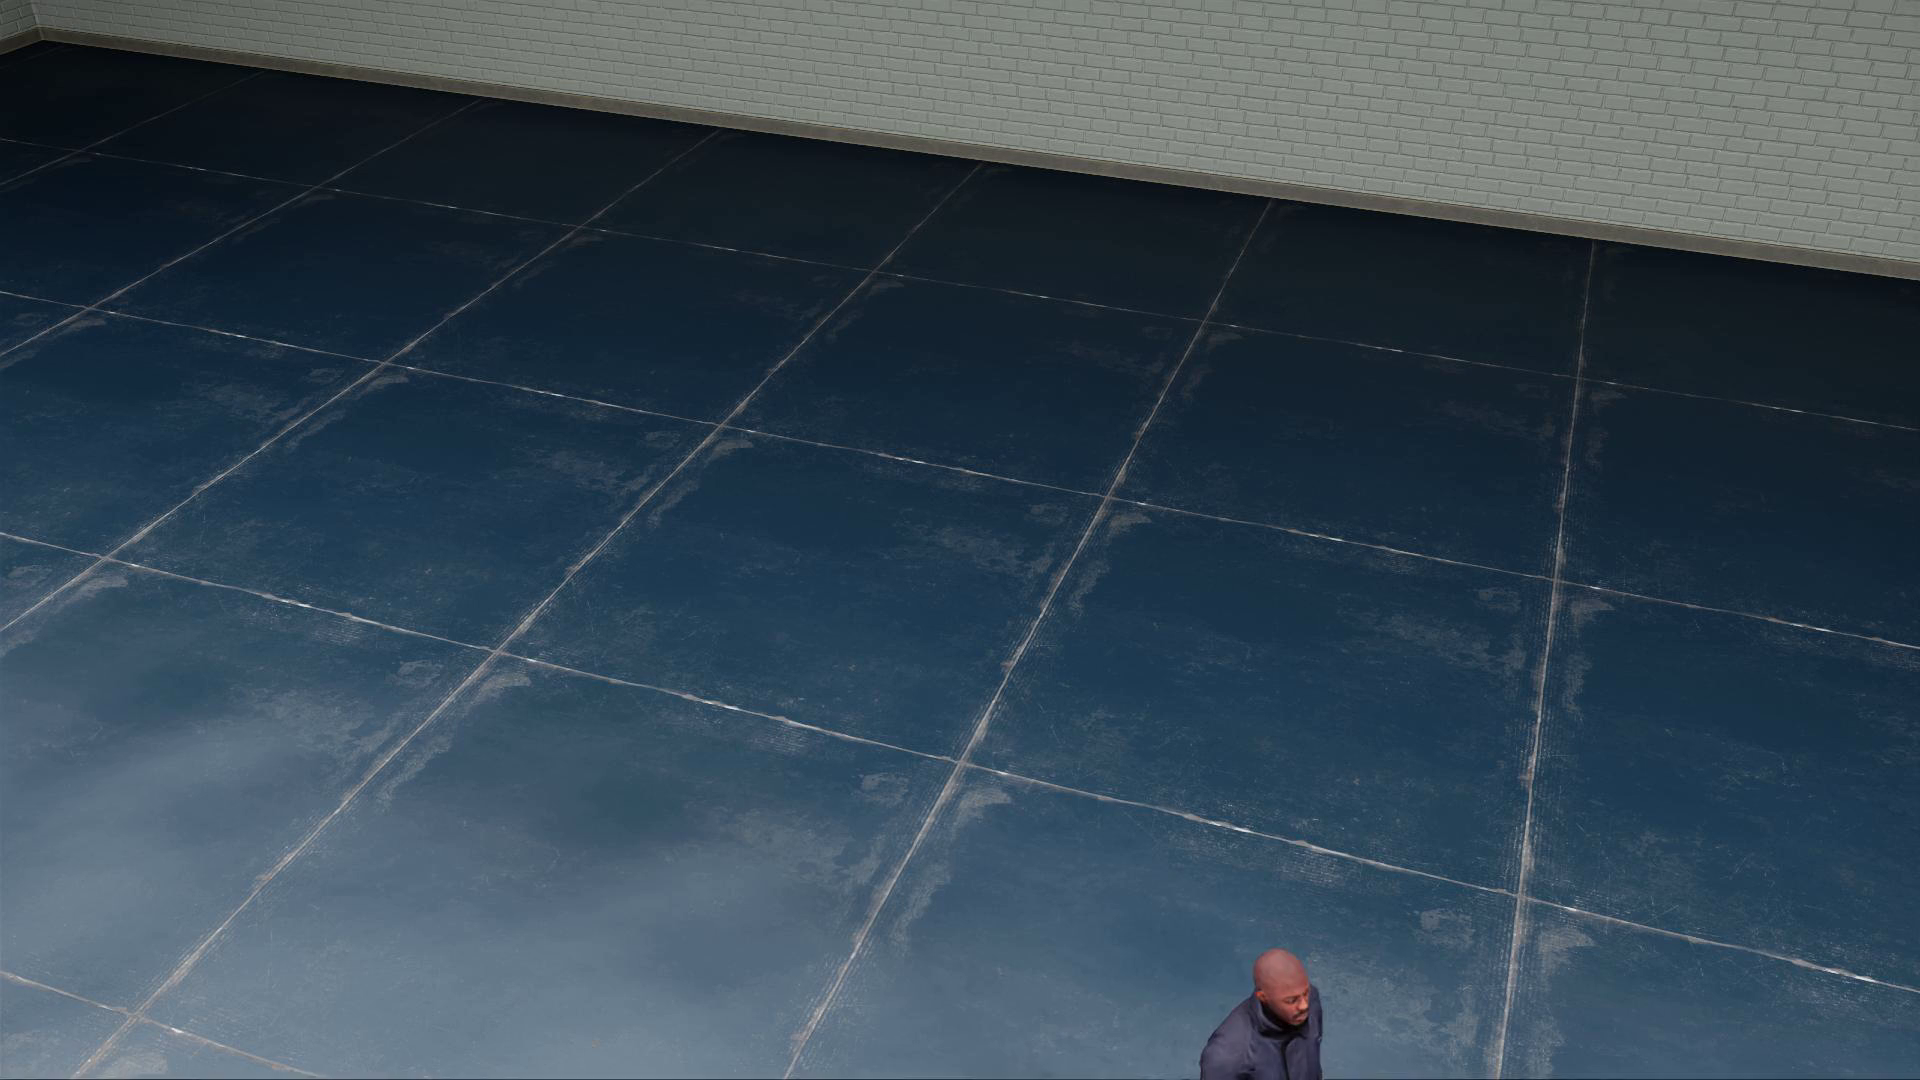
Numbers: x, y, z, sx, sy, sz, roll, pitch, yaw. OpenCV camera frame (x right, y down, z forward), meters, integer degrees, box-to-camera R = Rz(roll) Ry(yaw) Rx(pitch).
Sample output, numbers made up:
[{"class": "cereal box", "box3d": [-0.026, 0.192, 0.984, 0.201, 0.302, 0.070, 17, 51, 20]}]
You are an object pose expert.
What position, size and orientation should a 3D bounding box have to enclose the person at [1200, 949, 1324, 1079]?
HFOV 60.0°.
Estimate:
[{"class": "person", "box3d": [1.028, 2.138, 6.195, 1.195, 1.799, 1.164, -23, 39, -31]}]
